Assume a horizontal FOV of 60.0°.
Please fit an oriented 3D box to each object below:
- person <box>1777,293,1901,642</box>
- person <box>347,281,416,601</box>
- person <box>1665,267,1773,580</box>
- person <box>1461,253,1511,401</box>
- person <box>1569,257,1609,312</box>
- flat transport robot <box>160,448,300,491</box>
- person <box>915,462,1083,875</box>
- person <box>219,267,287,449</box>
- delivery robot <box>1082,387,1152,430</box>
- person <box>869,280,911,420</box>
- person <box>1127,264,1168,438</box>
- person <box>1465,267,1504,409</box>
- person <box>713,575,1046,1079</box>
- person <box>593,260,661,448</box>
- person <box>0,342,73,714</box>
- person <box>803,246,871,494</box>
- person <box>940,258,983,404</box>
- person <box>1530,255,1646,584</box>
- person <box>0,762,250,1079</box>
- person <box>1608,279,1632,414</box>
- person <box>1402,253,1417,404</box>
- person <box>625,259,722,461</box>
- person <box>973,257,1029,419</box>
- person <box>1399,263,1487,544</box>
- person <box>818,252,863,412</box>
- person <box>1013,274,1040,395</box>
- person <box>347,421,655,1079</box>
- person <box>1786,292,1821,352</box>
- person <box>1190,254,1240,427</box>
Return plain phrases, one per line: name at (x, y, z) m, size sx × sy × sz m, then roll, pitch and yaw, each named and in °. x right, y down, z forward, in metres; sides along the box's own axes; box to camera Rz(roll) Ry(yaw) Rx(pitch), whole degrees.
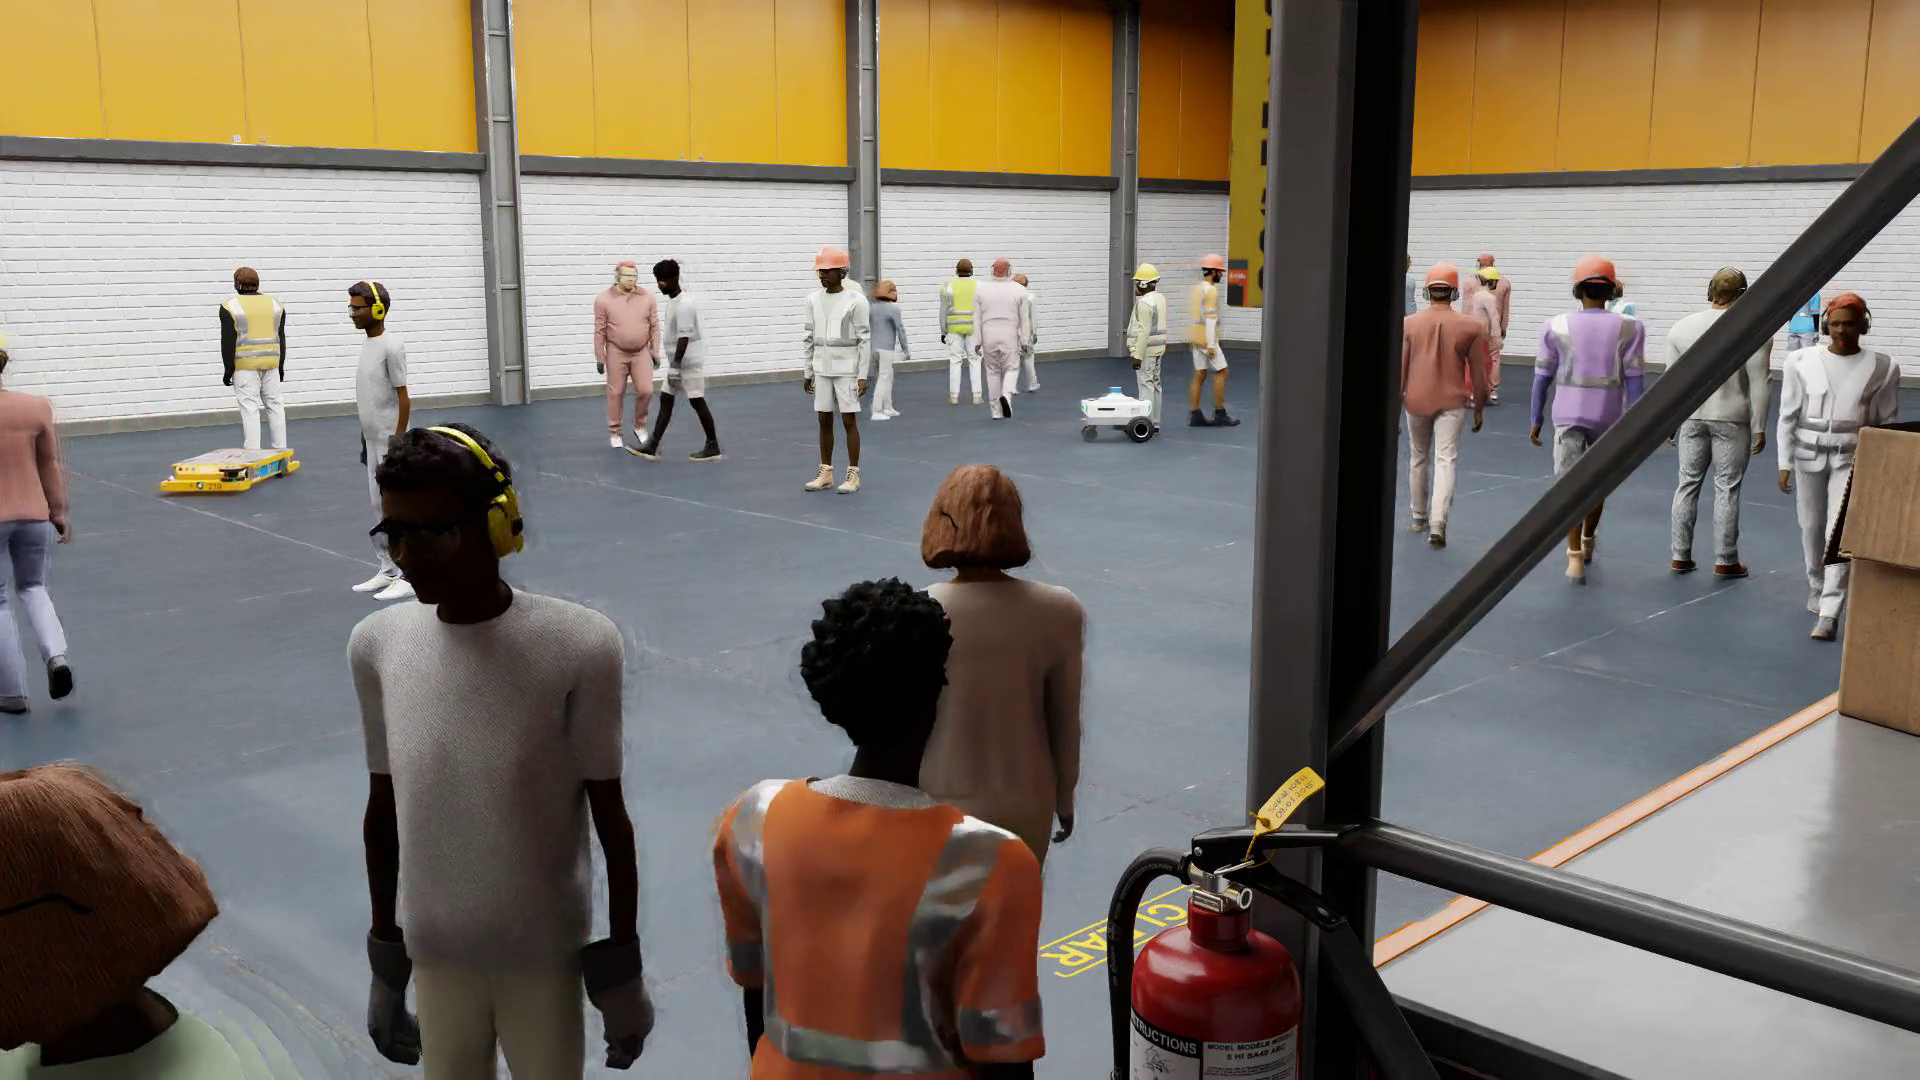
person at (4.765, -0.429, 9.067) m, size 0.556 × 1.837 × 1.016 m, roll 7°, pitch 13°, yaw 35°
person at (-3.410, -0.581, 9.787) m, size 0.315 × 1.866 × 0.534 m, roll -9°, pitch 14°, yaw -40°
person at (4.708, -0.723, 10.367) m, size 0.635 × 1.937 × 0.352 m, roll 10°, pitch 14°, yaw 43°
person at (6.761, -2.751, 21.518) m, size 0.652 × 1.904 × 0.402 m, roll -1°, pitch 10°, yaw -7°
person at (6.023, -1.738, 15.942) m, size 0.468 × 1.921 × 0.562 m, roll 1°, pitch 10°, yaw 4°
flat transport robot at (-6.274, -0.619, 14.348) m, size 0.652 × 0.197 × 1.431 m, roll 0°, pitch 10°, yaw -3°
person at (0.049, 0.631, 3.849) m, size 0.506 × 1.623 × 0.392 m, roll -2°, pitch 11°, yaw -12°
person at (-6.535, -1.595, 15.385) m, size 0.430 × 1.845 × 0.624 m, roll 8°, pitch 13°, yaw 38°
delivery robot at (1.624, -1.348, 17.296) m, size 0.707 × 0.478 × 0.477 m, roll 0°, pitch 10°, yaw -1°
person at (-0.810, -2.197, 19.313) m, size 0.653 × 1.611 × 0.510 m, roll -9°, pitch 13°, yaw -39°
person at (1.958, -1.986, 17.537) m, size 0.403 × 1.835 × 0.587 m, roll 5°, pitch 12°, yaw 26°
person at (6.504, -2.479, 20.488) m, size 0.702 × 1.743 × 0.547 m, roll 0°, pitch 10°, yaw -2°
person at (-0.149, 0.892, 2.314) m, size 0.537 × 1.667 × 0.734 m, roll 5°, pitch 12°, yaw 26°
person at (-3.337, -1.853, 16.689) m, size 0.660 × 1.882 × 0.490 m, roll -4°, pitch 11°, yaw -21°
person at (-4.255, -0.086, 7.389) m, size 0.395 × 1.751 × 0.549 m, roll 8°, pitch 13°, yaw 36°
person at (-1.043, -1.396, 13.749) m, size 0.615 × 2.040 × 0.391 m, roll 5°, pitch 12°, yaw 27°
person at (0.058, -2.638, 21.074) m, size 0.633 × 1.841 × 0.429 m, roll 0°, pitch 10°, yaw 0°
person at (3.922, -0.773, 10.467) m, size 0.639 × 1.995 × 1.002 m, roll 3°, pitch 11°, yaw 14°
person at (-0.869, 1.025, 1.713) m, size 0.526 × 1.613 × 0.361 m, roll 9°, pitch 14°, yaw 40°
person at (7.599, -2.259, 19.625) m, size 0.792 × 1.601 × 0.549 m, roll -4°, pitch 11°, yaw -20°
person at (5.561, -2.702, 21.153) m, size 0.359 × 1.938 × 0.635 m, roll -5°, pitch 12°, yaw -27°
person at (-2.698, -1.663, 15.576) m, size 0.972 × 1.904 × 0.680 m, roll -4°, pitch 11°, yaw -22°
person at (0.466, -2.304, 19.135) m, size 0.648 × 1.890 × 0.616 m, roll 1°, pitch 10°, yaw 8°
person at (3.353, -0.964, 11.671) m, size 0.642 × 1.951 × 1.022 m, roll 3°, pitch 11°, yaw 17°
person at (-1.492, -2.541, 20.299) m, size 0.618 × 1.941 × 1.045 m, roll 6°, pitch 12°, yaw 30°
person at (0.827, -2.764, 22.378) m, size 0.550 × 1.599 × 0.796 m, roll 4°, pitch 11°, yaw 21°
person at (-0.763, 0.700, 2.902) m, size 0.521 × 1.836 × 0.619 m, roll 2°, pitch 11°, yaw 9°
person at (11.314, -2.791, 22.297) m, size 0.319 × 1.698 × 0.532 m, roll -3°, pitch 11°, yaw -15°
person at (2.866, -2.214, 18.529) m, size 0.654 × 1.920 × 0.578 m, roll -2°, pitch 11°, yaw -11°
